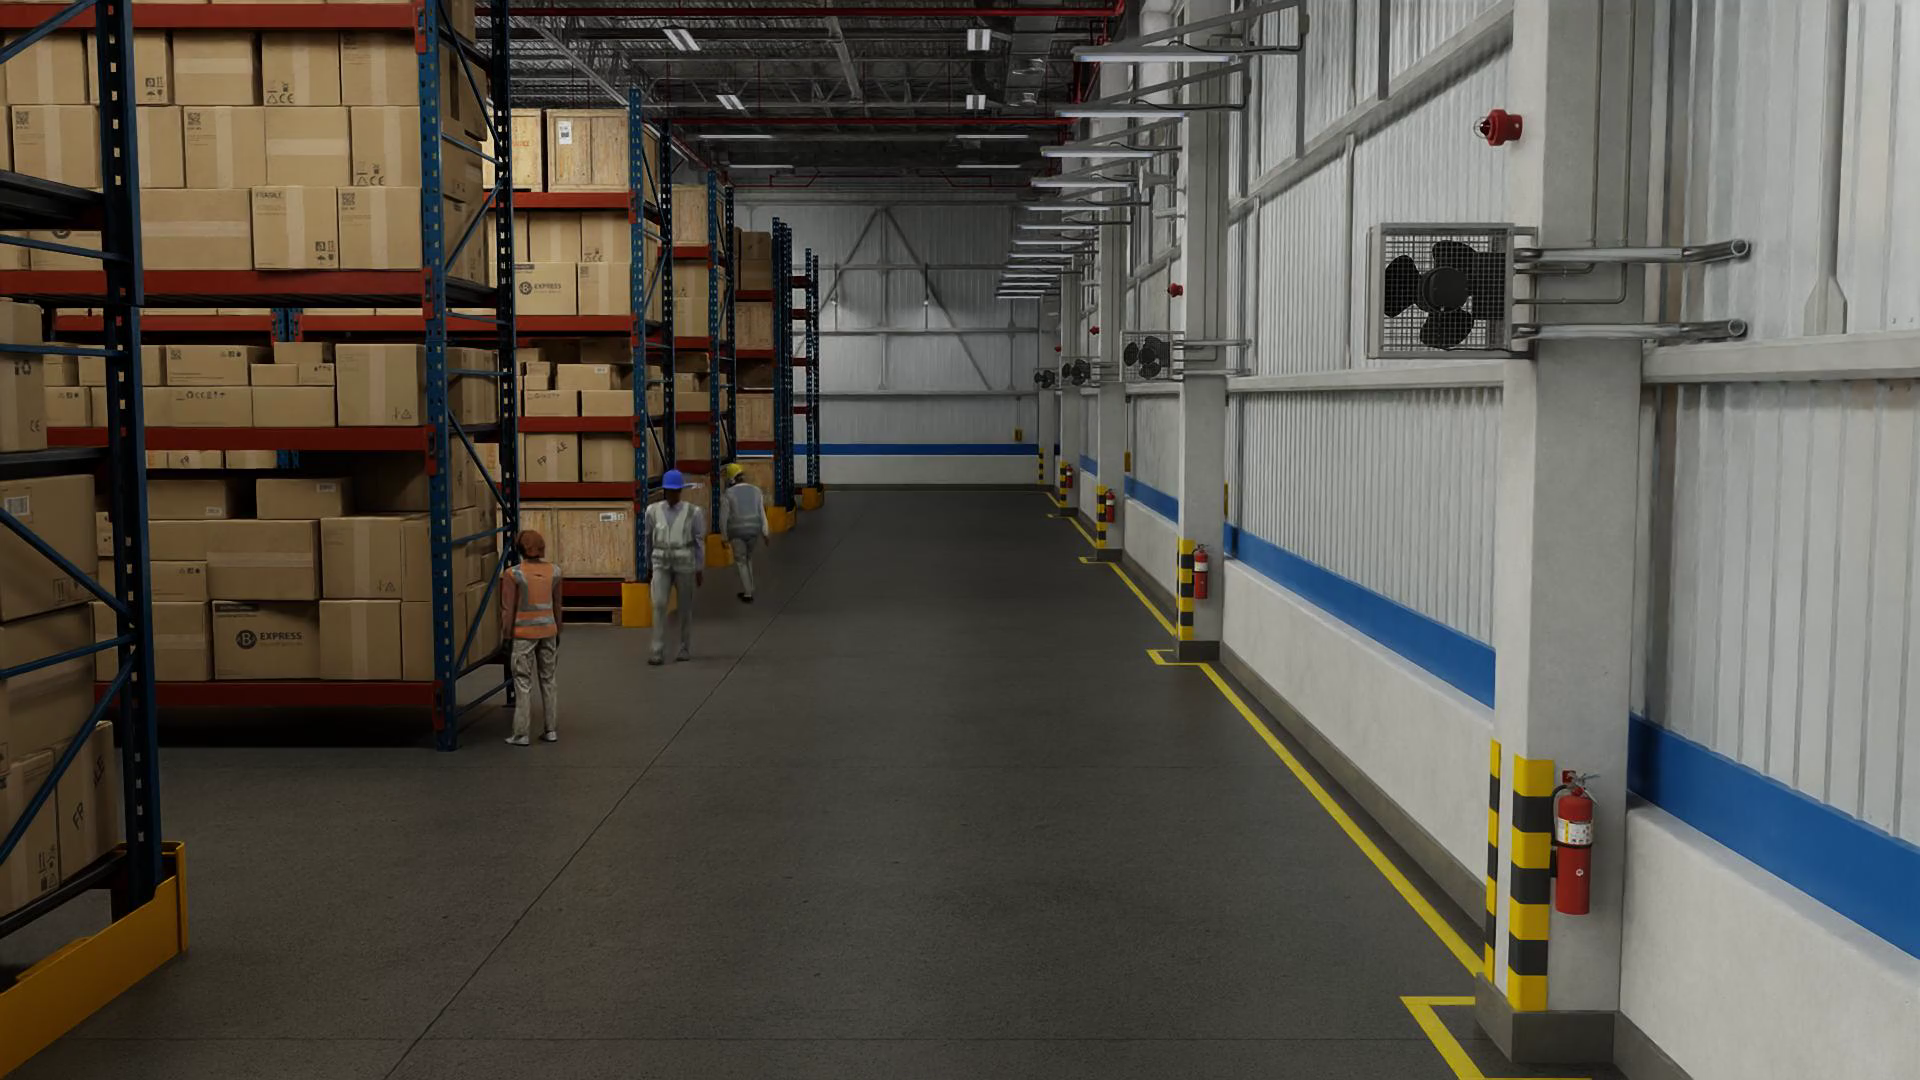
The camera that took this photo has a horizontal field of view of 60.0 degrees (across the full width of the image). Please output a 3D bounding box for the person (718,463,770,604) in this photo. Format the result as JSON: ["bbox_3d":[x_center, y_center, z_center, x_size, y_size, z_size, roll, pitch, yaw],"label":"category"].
[{"bbox_3d":[-2.811,-0.081,21.183,0.652,1.782,0.714,-3,6,-35],"label":"person"}]

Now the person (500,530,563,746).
[{"bbox_3d":[-3.222,0.735,12.552,0.319,1.630,0.521,4,7,42],"label":"person"}]

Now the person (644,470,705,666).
[{"bbox_3d":[-2.811,0.277,16.257,0.635,1.903,0.909,0,5,3],"label":"person"}]
